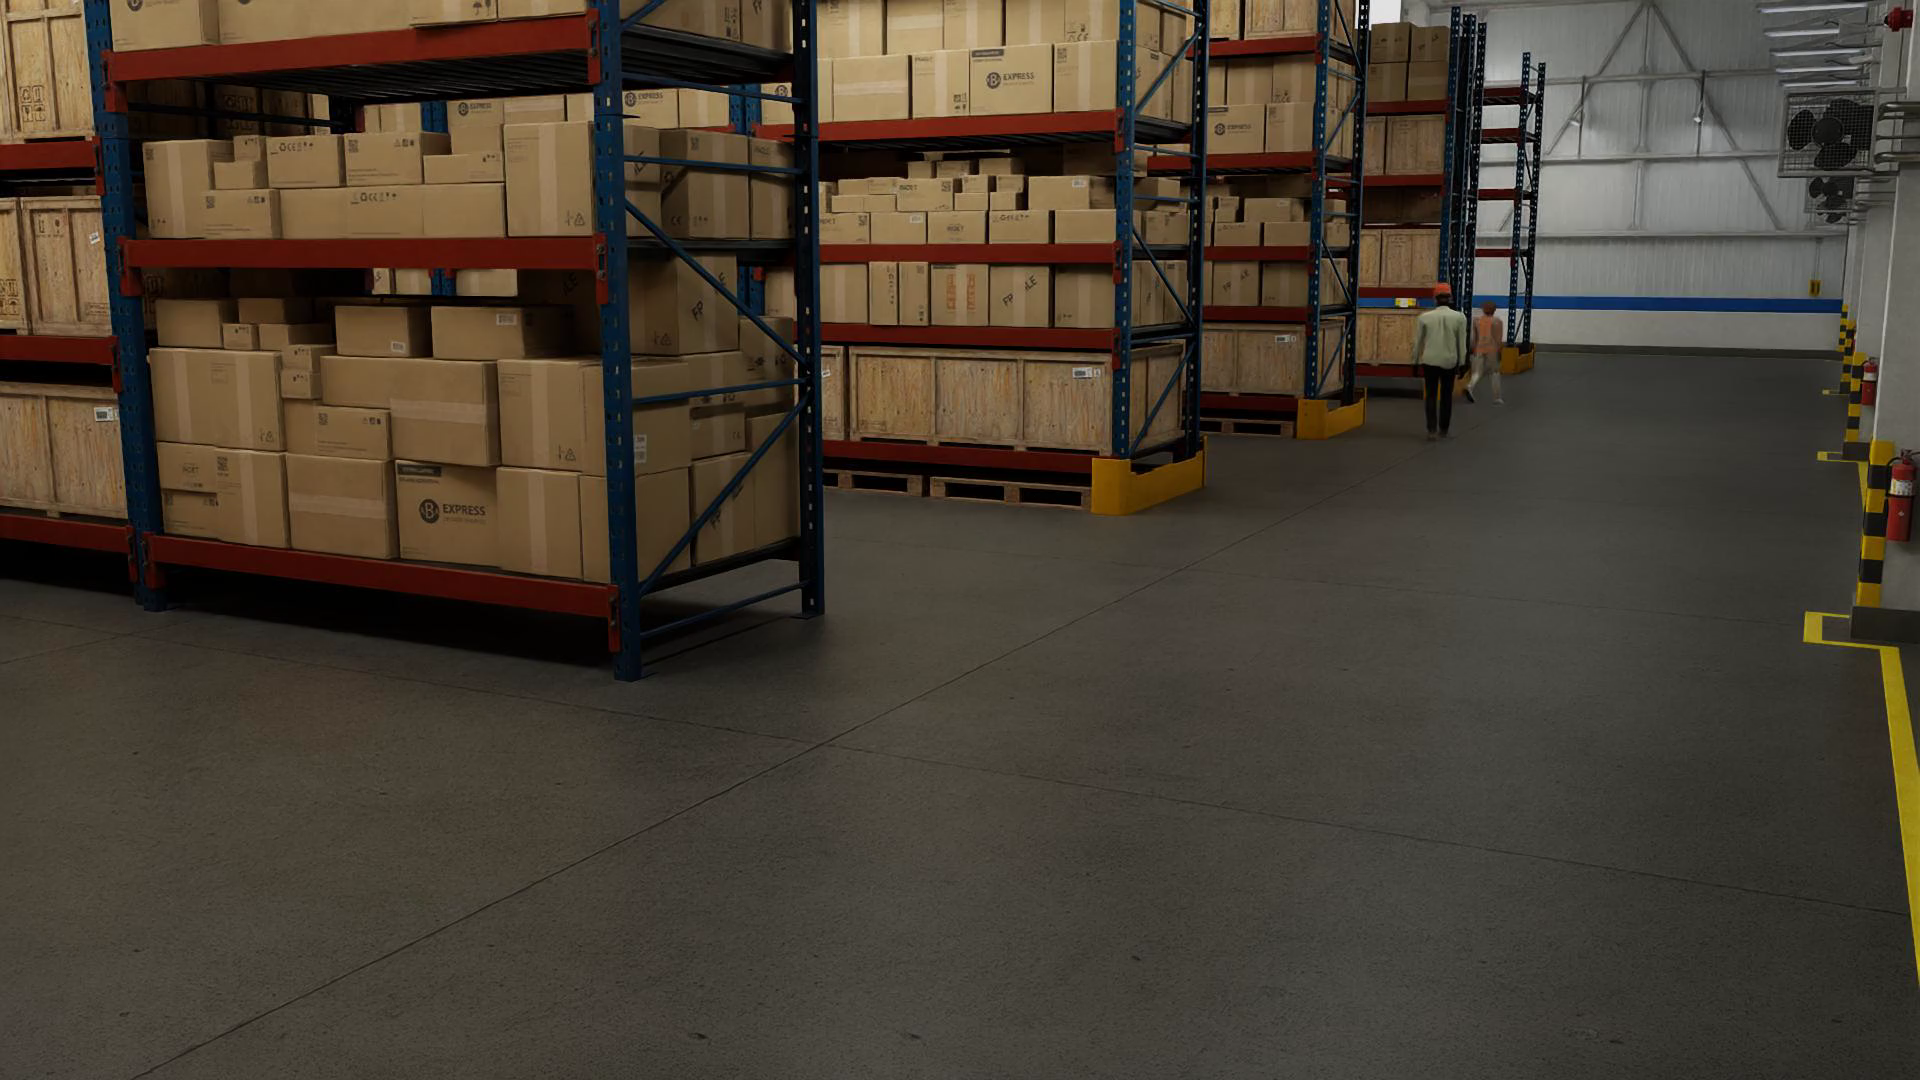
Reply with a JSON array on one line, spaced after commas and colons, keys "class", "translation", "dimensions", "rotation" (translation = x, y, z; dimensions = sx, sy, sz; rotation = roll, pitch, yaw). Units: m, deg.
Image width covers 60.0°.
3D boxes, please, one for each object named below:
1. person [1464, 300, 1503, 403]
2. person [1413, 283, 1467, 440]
[{"class": "person", "translation": [8.116, -2.899, 25.734], "dimensions": [0.680, 1.615, 0.534], "rotation": [-9, 13, -41]}, {"class": "person", "translation": [6.002, -2.224, 20.813], "dimensions": [0.635, 1.963, 0.848], "rotation": [3, 10, 15]}]
